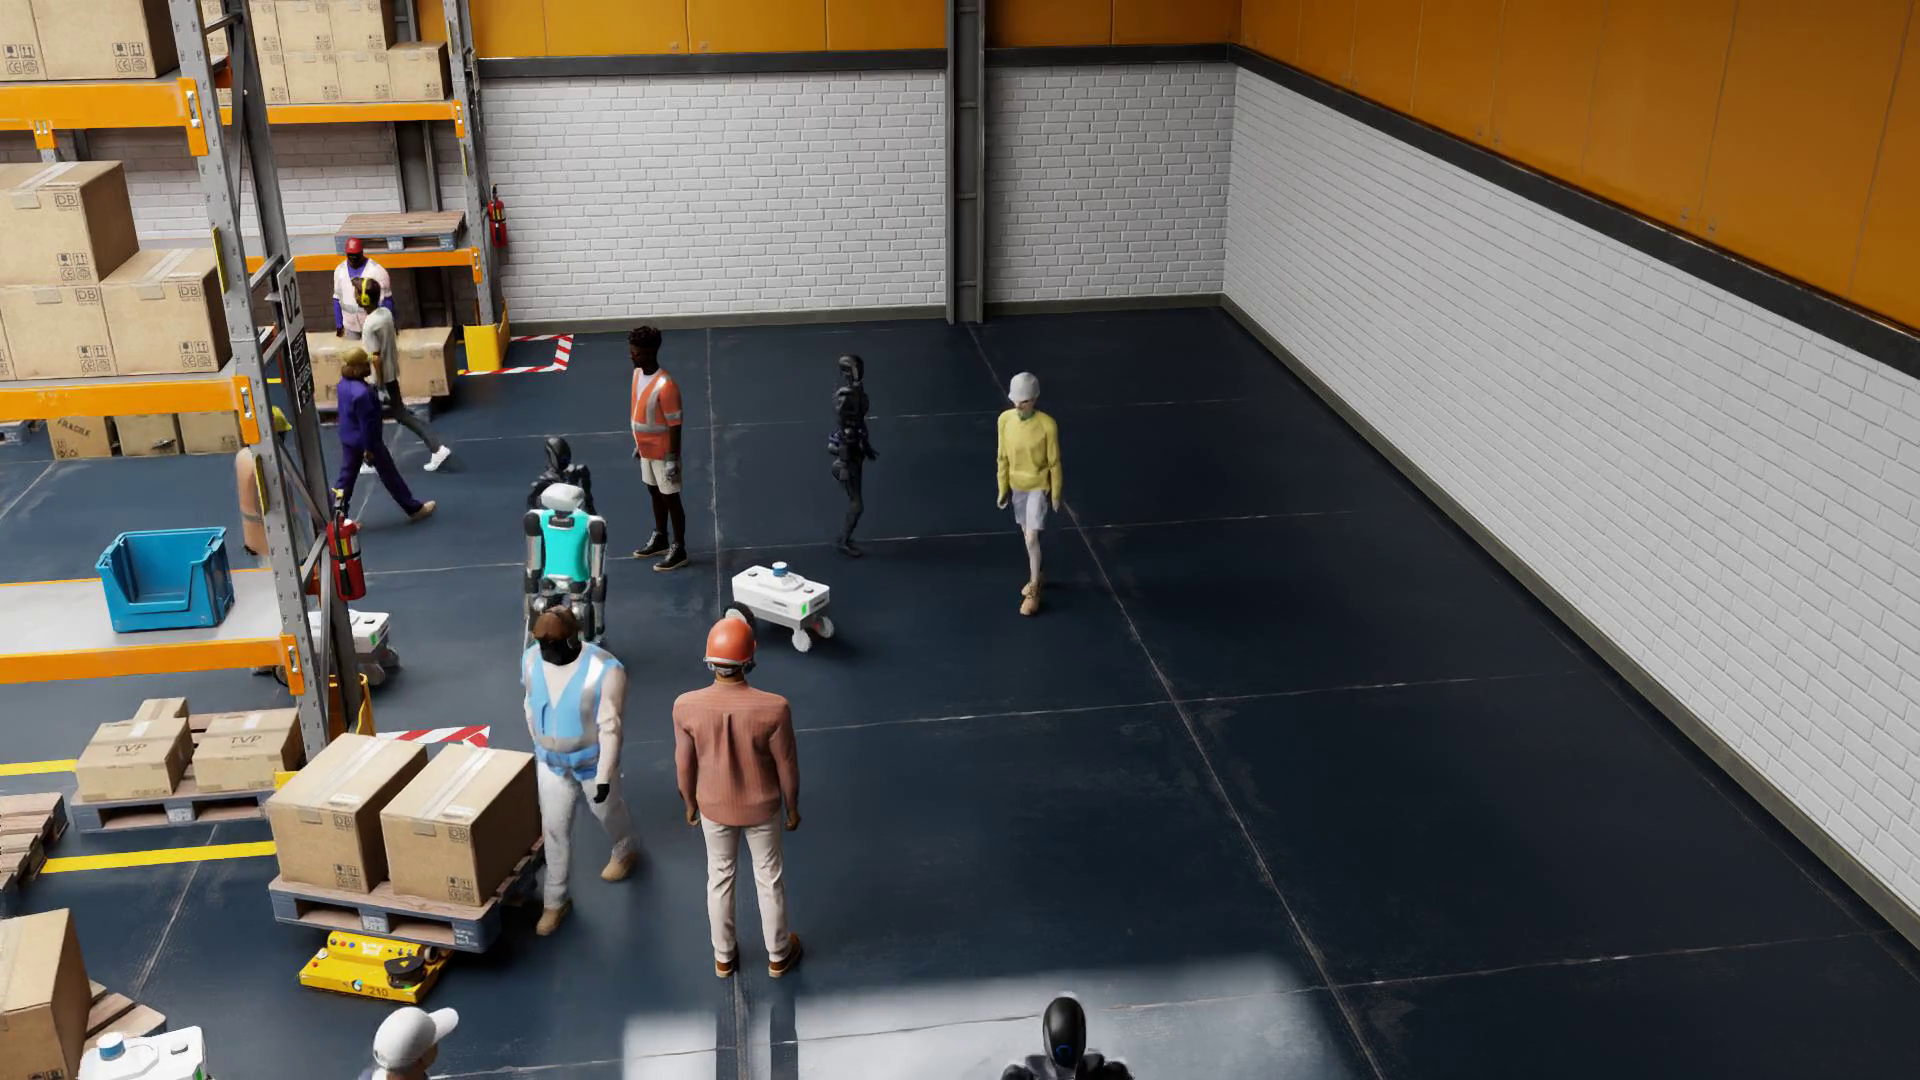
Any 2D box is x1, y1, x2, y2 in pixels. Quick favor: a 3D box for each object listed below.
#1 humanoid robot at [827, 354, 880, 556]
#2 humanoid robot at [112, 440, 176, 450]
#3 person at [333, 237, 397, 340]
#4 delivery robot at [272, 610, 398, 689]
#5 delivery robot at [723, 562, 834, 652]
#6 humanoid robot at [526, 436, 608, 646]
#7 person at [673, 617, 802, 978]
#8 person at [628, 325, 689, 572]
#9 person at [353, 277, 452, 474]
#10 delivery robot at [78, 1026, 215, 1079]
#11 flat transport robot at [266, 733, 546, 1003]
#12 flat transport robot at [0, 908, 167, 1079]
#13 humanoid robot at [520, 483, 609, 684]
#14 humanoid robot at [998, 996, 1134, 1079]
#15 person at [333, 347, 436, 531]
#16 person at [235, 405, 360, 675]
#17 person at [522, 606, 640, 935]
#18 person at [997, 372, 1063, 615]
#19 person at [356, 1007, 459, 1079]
[{"bbox_3d":[-0.865,-0.693,13.240,0.352,1.654,0.600,6,24,14],"label":"humanoid robot"},{"bbox_3d":[-7.786,-1.575,15.185,1.034,1.740,0.545,7,25,15],"label":"humanoid robot"},{"bbox_3d":[-5.861,-2.128,16.415,0.599,1.745,0.418,0,24,0],"label":"person"},{"bbox_3d":[-4.318,0.706,11.450,0.806,0.608,0.499,0,24,1],"label":"delivery robot"},{"bbox_3d":[-1.319,0.452,12.036,0.791,0.614,0.499,15,28,30],"label":"delivery robot"},{"bbox_3d":[-2.782,0.006,11.642,0.462,1.631,0.610,21,32,40],"label":"humanoid robot"},{"bbox_3d":[-1.090,1.299,8.291,0.608,1.995,0.376,1,24,3],"label":"person"},{"bbox_3d":[-2.357,-0.718,12.922,0.374,1.966,0.604,-16,28,-32],"label":"person"},{"bbox_3d":[-5.071,-1.447,14.745,0.904,1.839,0.522,3,24,7],"label":"person"},{"bbox_3d":[-3.762,2.481,7.413,0.798,0.614,0.499,-10,26,-22],"label":"delivery robot"},{"bbox_3d":[-2.869,1.939,8.979,0.659,0.231,1.431,5,24,12],"label":"flat transport robot"},{"bbox_3d":[-4.408,2.582,7.515,1.431,0.231,0.659,13,27,27],"label":"flat transport robot"},{"bbox_3d":[-2.490,0.630,10.195,0.562,1.802,0.945,3,24,8],"label":"humanoid robot"},{"bbox_3d":[0.403,2.404,6.180,0.591,1.644,0.523,-1,24,-3],"label":"humanoid robot"},{"bbox_3d":[-4.858,-0.834,13.659,0.853,1.575,0.449,-21,31,-40],"label":"person"},{"bbox_3d":[-4.617,-0.035,11.470,0.881,1.887,0.609,-21,31,-39],"label":"person"},{"bbox_3d":[-2.031,1.148,8.879,0.629,1.799,0.834,6,24,14],"label":"person"},{"bbox_3d":[0.494,-0.375,12.295,0.478,1.845,0.747,13,27,27],"label":"person"},{"bbox_3d":[-1.943,2.434,6.010,0.750,1.747,0.504,17,29,33],"label":"person"}]
